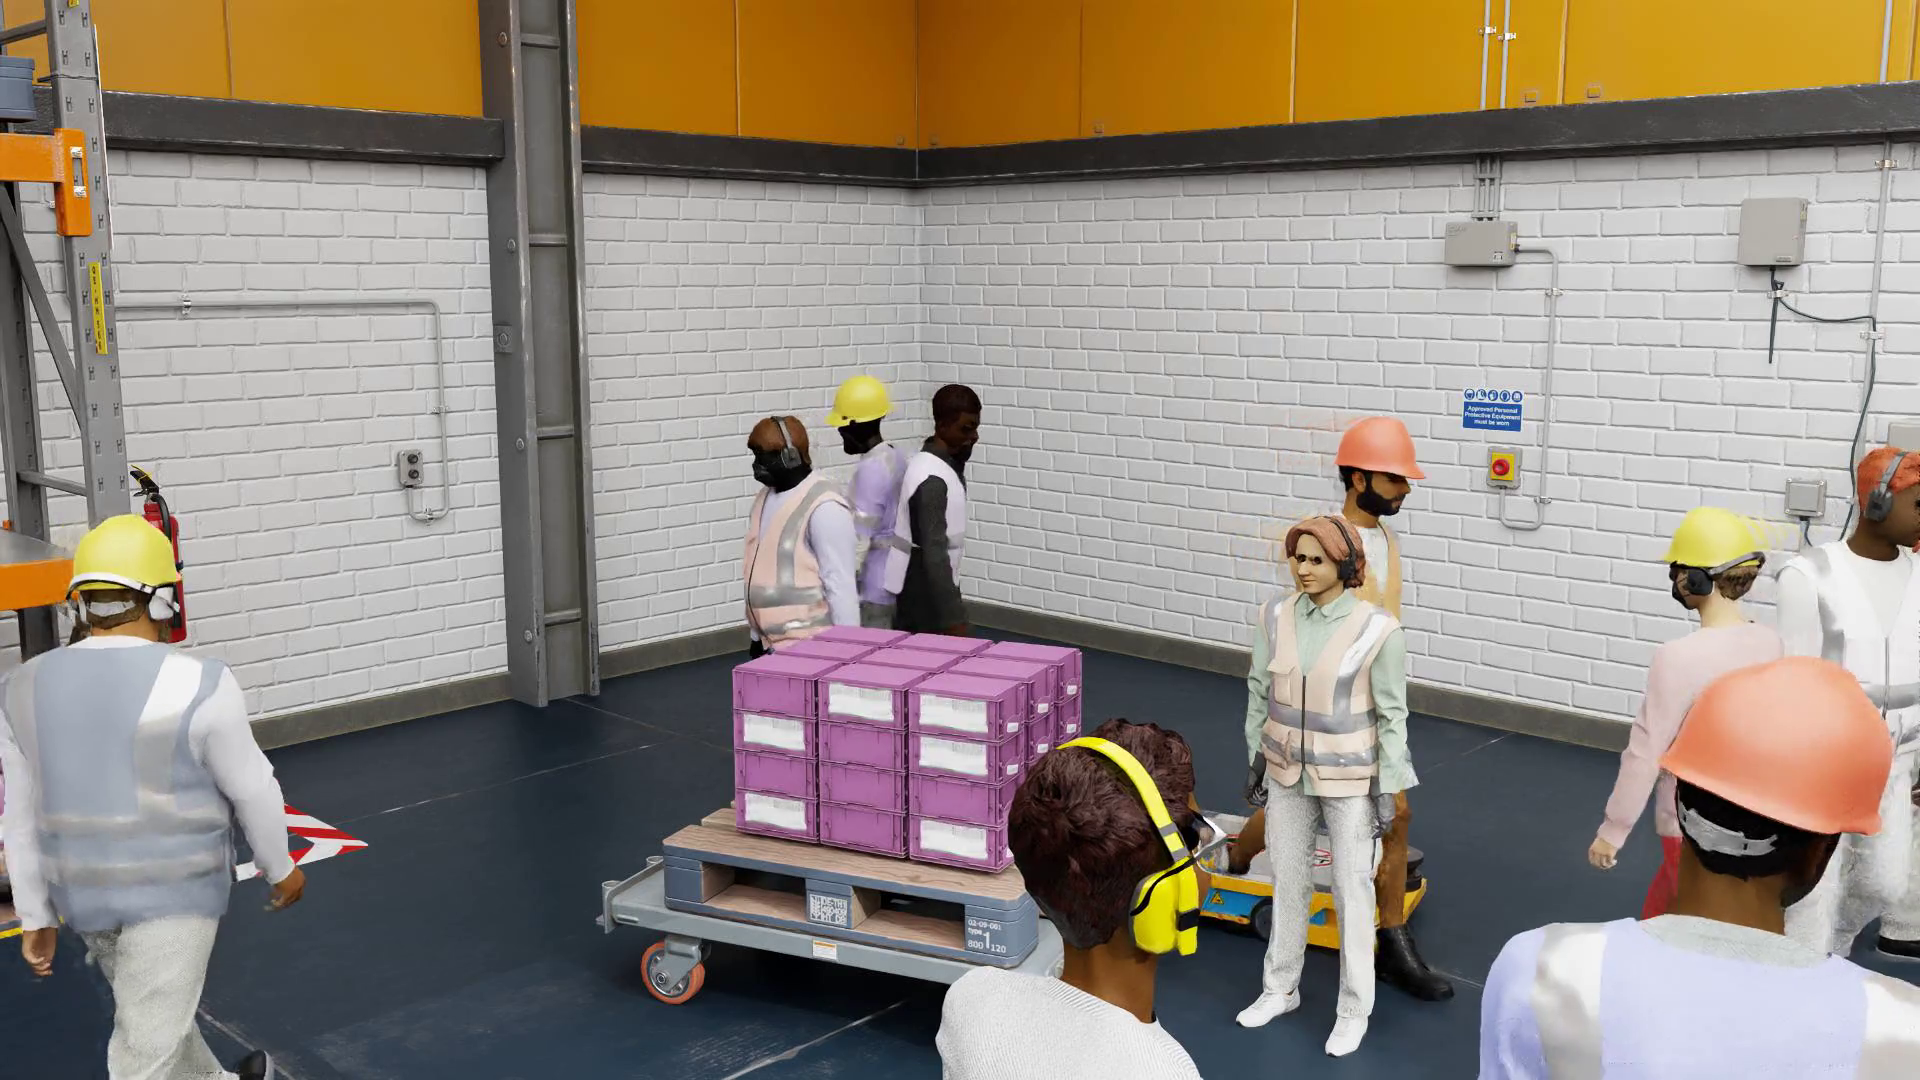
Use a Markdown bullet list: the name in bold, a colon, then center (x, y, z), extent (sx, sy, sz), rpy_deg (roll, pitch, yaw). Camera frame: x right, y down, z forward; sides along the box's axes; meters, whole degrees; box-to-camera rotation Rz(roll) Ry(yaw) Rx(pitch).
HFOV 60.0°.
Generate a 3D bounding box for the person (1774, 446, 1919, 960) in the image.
- **person**: center (2.639, 0.639, 4.987), extent (0.604, 1.868, 0.726), rpy_deg (0, 9, -3)

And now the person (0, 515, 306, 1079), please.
- **person**: center (-1.954, 0.823, 4.080), extent (0.581, 1.768, 0.957), rpy_deg (2, 9, 9)

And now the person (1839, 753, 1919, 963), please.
- **person**: center (3.250, 0.549, 5.697), extent (0.516, 1.799, 0.668), rpy_deg (0, 9, -1)

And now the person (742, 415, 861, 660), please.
- **person**: center (-0.591, 0.381, 6.768), extent (0.924, 1.798, 0.665), rpy_deg (-5, 11, -29)

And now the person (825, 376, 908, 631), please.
- **person**: center (-0.388, 0.210, 7.471), extent (0.435, 1.896, 0.601), rpy_deg (0, 9, 1)

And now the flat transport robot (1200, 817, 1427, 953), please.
- **flat transport robot**: center (0.957, 1.221, 6.231), extent (1.431, 0.197, 0.652), rpy_deg (5, 11, 27)

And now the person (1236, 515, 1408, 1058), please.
- **person**: center (1.095, 0.734, 5.040), extent (0.523, 1.638, 0.311), rpy_deg (8, 12, 41)

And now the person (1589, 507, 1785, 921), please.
- **person**: center (2.044, 0.771, 4.569), extent (0.538, 1.722, 0.911), rpy_deg (-7, 11, -36)

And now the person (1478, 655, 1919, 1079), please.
- **person**: center (0.935, 1.068, 2.178), extent (0.596, 1.898, 0.685), rpy_deg (4, 10, 22)

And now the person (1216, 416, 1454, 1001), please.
- **person**: center (1.242, 0.517, 5.608), extent (0.550, 1.899, 0.970), rpy_deg (-7, 12, -38)

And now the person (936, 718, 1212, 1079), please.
- **person**: center (0.183, 1.122, 1.939), extent (0.328, 1.877, 0.513), rpy_deg (-7, 12, -39)

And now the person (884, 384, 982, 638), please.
- **person**: center (-0.095, 0.243, 7.319), extent (0.498, 1.872, 0.652), rpy_deg (1, 9, 8)
